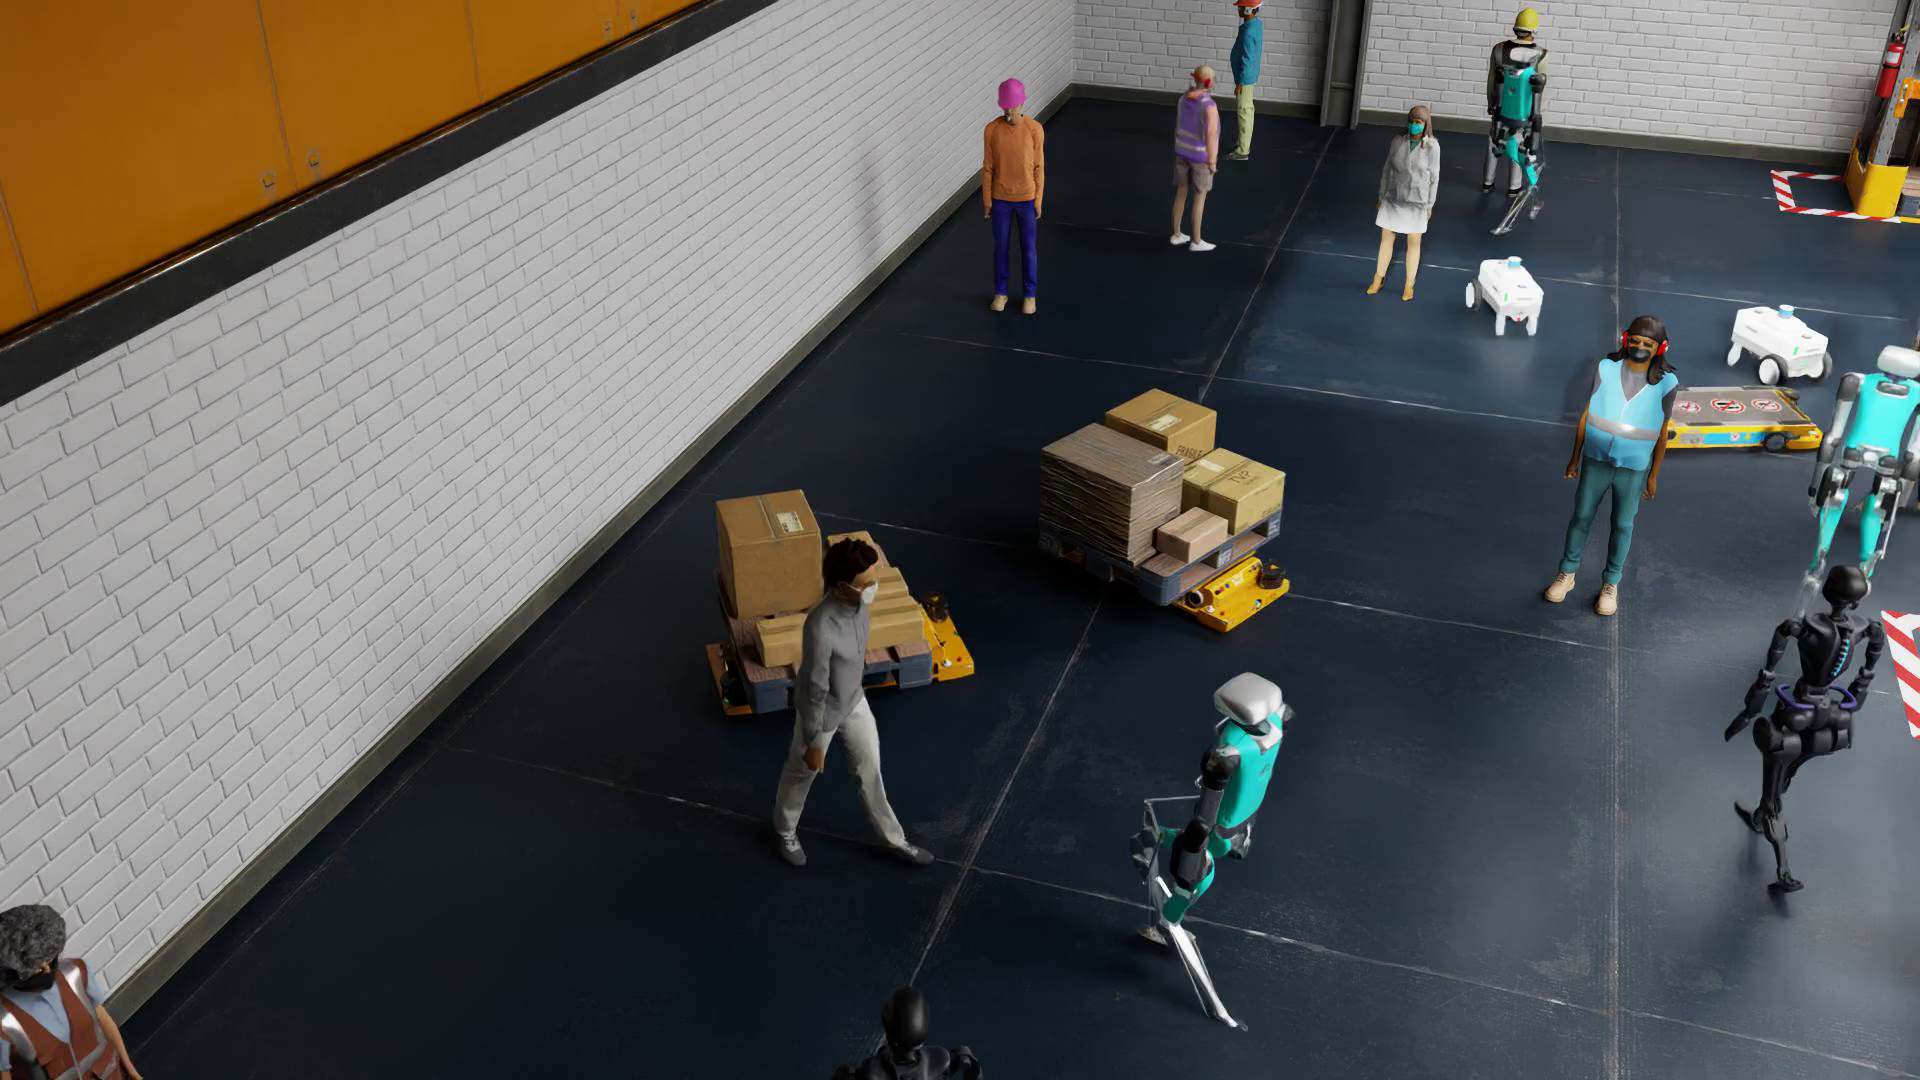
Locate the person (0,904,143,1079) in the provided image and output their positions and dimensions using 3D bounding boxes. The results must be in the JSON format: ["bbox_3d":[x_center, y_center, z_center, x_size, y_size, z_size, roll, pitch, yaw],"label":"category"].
[{"bbox_3d":[-3.139,1.971,5.879,0.314,1.683,0.441,16,34,25],"label":"person"}]

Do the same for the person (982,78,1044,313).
[{"bbox_3d":[0.436,-2.848,13.796,0.517,1.973,0.400,4,31,7],"label":"person"}]

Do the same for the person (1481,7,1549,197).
[{"bbox_3d":[5.480,-4.309,16.410,0.589,1.837,0.404,21,36,31],"label":"person"}]

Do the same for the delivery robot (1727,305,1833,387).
[{"bbox_3d":[6.379,-1.512,12.929,0.502,0.609,0.780,-9,32,-15],"label":"delivery robot"}]

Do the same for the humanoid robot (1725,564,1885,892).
[{"bbox_3d":[3.984,0.869,7.825,0.596,1.651,0.776,-2,30,-3],"label":"humanoid robot"}]

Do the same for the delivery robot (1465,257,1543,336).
[{"bbox_3d":[4.569,-2.067,13.876,0.499,0.611,0.792,-1,30,-1],"label":"delivery robot"}]

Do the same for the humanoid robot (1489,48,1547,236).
[{"bbox_3d":[5.384,-3.751,15.582,0.948,1.790,0.554,-18,35,-28],"label":"humanoid robot"}]

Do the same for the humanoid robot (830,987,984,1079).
[{"bbox_3d":[-0.195,2.166,5.560,0.599,1.646,0.479,-7,31,-11],"label":"humanoid robot"}]

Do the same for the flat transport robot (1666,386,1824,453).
[{"bbox_3d":[5.495,-0.877,12.118,1.431,0.231,0.659,-1,30,-2],"label":"flat transport robot"}]

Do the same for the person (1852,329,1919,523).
[{"bbox_3d":[6.279,-0.919,10.669,0.835,1.812,0.527,-4,31,-7],"label":"person"}]

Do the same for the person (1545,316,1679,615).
[{"bbox_3d":[3.863,-0.445,9.807,0.520,1.866,0.392,17,34,26],"label":"person"}]

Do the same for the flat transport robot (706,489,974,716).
[{"bbox_3d":[-0.694,0.644,9.530,1.431,0.231,0.659,-9,32,-14],"label":"flat transport robot"}]

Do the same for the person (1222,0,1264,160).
[{"bbox_3d":[2.976,-4.885,17.468,0.325,1.752,0.561,8,31,14],"label":"person"}]

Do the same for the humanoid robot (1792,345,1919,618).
[{"bbox_3d":[5.101,-0.158,9.460,0.545,1.780,0.799,14,33,23],"label":"humanoid robot"}]

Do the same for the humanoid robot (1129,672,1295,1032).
[{"bbox_3d":[0.941,1.254,7.094,0.928,1.791,0.532,24,38,35],"label":"humanoid robot"}]

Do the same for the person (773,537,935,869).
[{"bbox_3d":[-0.580,0.785,7.753,0.840,1.844,0.568,16,34,25],"label":"person"}]

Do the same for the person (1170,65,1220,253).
[{"bbox_3d":[2.140,-3.462,15.108,0.340,1.693,0.492,-21,36,-31],"label":"person"}]

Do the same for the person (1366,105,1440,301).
[{"bbox_3d":[3.778,-2.849,14.097,0.487,1.659,0.340,16,34,25],"label":"person"}]

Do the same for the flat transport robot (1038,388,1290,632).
[{"bbox_3d":[1.284,0.117,10.427,1.431,0.231,0.659,26,39,37],"label":"flat transport robot"}]
